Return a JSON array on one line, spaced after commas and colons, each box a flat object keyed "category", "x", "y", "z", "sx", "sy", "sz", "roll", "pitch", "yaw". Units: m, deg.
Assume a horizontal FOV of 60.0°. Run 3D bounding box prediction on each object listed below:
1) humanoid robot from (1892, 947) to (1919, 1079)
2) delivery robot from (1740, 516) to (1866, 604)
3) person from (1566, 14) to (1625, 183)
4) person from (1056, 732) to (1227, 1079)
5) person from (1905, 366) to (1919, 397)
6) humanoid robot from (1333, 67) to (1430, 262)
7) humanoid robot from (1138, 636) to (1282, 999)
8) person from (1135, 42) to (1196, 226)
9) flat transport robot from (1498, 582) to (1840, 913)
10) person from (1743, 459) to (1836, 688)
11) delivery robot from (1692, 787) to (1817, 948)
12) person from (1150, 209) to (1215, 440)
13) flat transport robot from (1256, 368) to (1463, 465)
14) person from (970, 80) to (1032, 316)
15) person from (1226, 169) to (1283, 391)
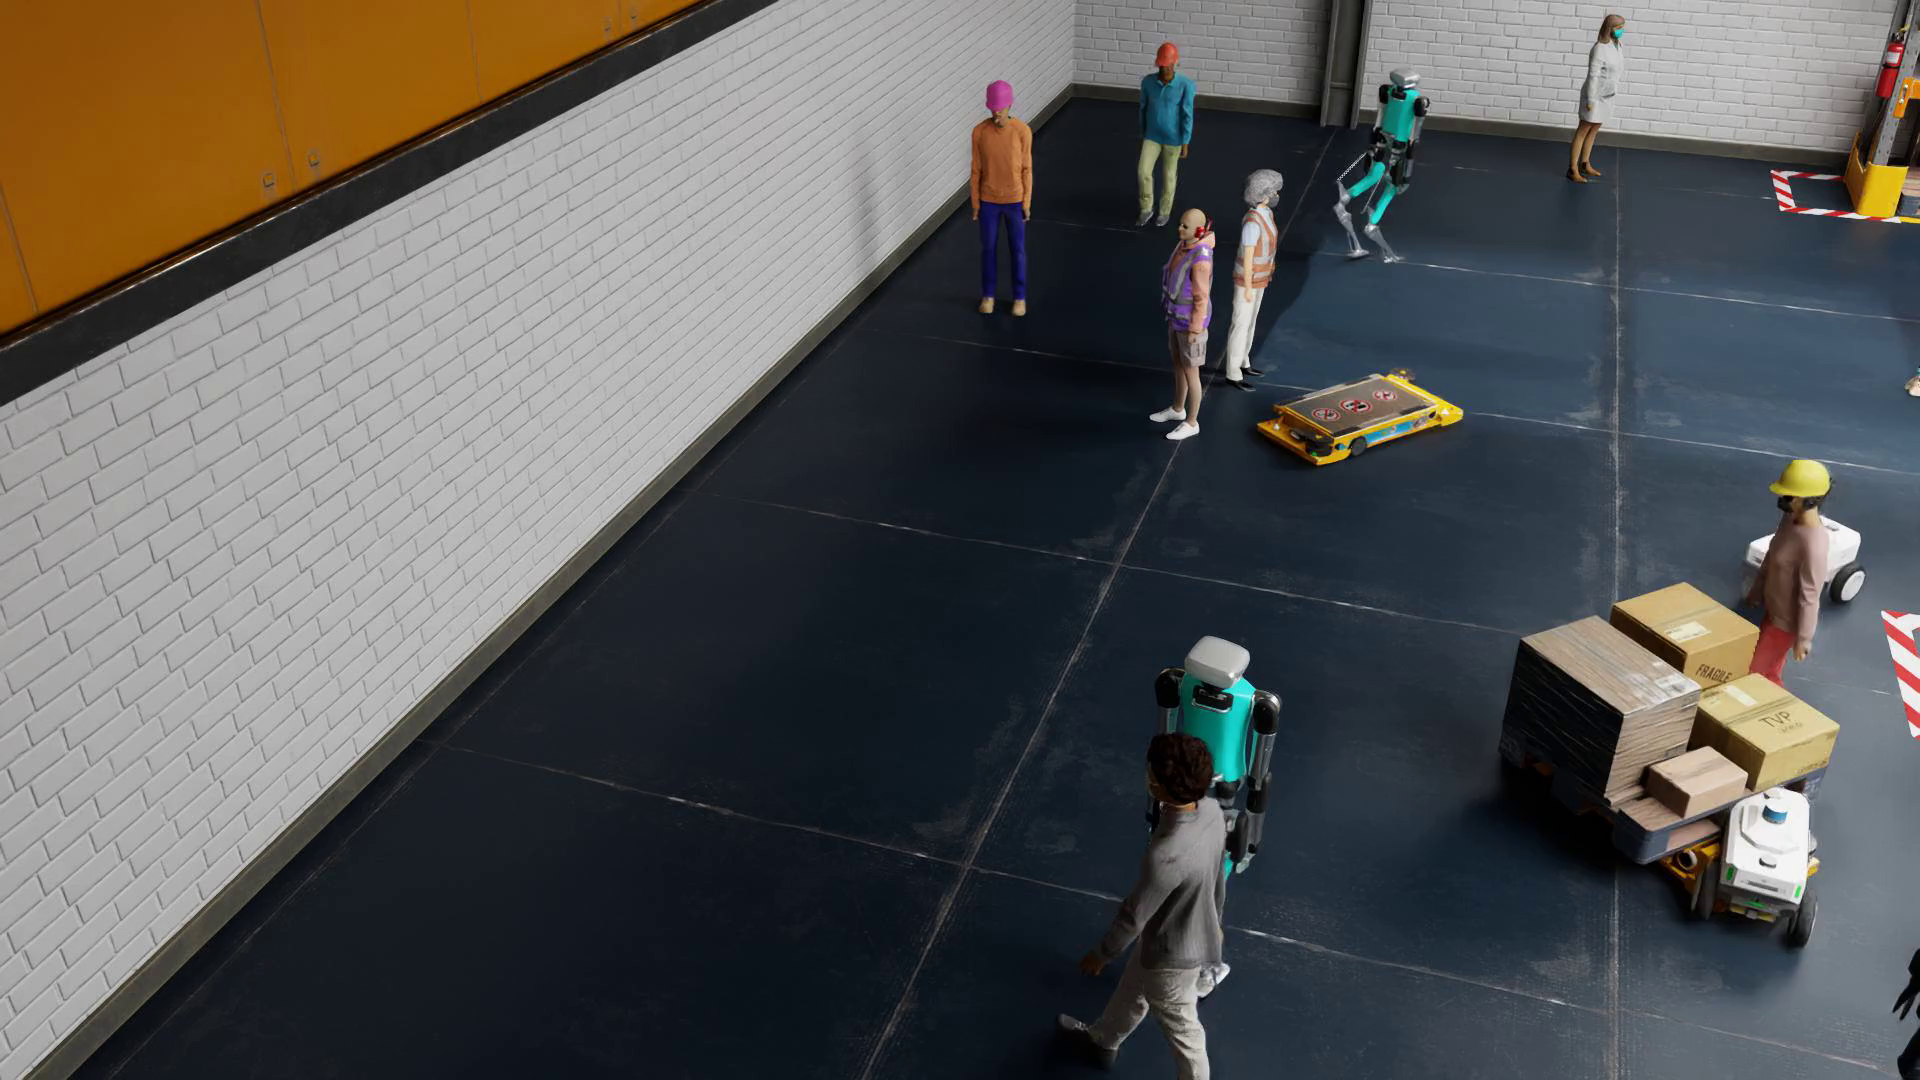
[{"category": "humanoid robot", "x": 3.811, "y": 1.797, "z": 6.187, "sx": 0.483, "sy": 1.645, "sz": 0.616, "roll": -10, "pitch": 32, "yaw": -16}, {"category": "delivery robot", "x": 5.138, "y": 0.130, "z": 10.139, "sx": 0.783, "sy": 0.611, "sz": 0.509, "roll": -17, "pitch": 34, "yaw": -26}, {"category": "person", "x": 6.489, "y": -4.481, "z": 16.873, "sx": 0.485, "sy": 1.659, "sz": 0.342, "roll": -25, "pitch": 39, "yaw": -36}, {"category": "person", "x": 0.706, "y": 1.506, "z": 6.463, "sx": 0.835, "sy": 1.851, "sz": 0.532, "roll": 15, "pitch": 34, "yaw": 24}, {"category": "person", "x": 7.539, "y": -1.871, "z": 12.239, "sx": 0.660, "sy": 1.856, "sz": 0.468, "roll": 21, "pitch": 36, "yaw": 32}, {"category": "humanoid robot", "x": 3.693, "y": -3.242, "z": 14.691, "sx": 0.928, "sy": 1.768, "sz": 0.554, "roll": -18, "pitch": 35, "yaw": -28}, {"category": "humanoid robot", "x": 0.949, "y": 1.257, "z": 6.906, "sx": 0.533, "sy": 1.677, "sz": 0.735, "roll": 14, "pitch": 33, "yaw": 23}, {"category": "person", "x": 1.901, "y": -3.771, "z": 15.590, "sx": 0.566, "sy": 1.733, "sz": 0.536, "roll": 13, "pitch": 33, "yaw": 20}, {"category": "flat transport robot", "x": 3.534, "y": 1.292, "z": 8.428, "sx": 0.659, "sy": 0.231, "sz": 1.431, "roll": -14, "pitch": 33, "yaw": -22}, {"category": "person", "x": 4.220, "y": 0.383, "z": 8.516, "sx": 0.437, "sy": 1.751, "sz": 0.520, "roll": 12, "pitch": 32, "yaw": 19}, {"category": "delivery robot", "x": 3.769, "y": 1.483, "z": 7.815, "sx": 0.499, "sy": 0.589, "sz": 0.784, "roll": 13, "pitch": 33, "yaw": 21}, {"category": "person", "x": 1.610, "y": -1.541, "z": 11.839, "sx": 0.348, "sy": 1.693, "sz": 0.492, "roll": -7, "pitch": 31, "yaw": -12}, {"category": "flat transport robot", "x": 2.935, "y": -0.908, "z": 12.170, "sx": 1.431, "sy": 0.231, "sz": 0.659, "roll": -17, "pitch": 35, "yaw": -27}, {"category": "person", "x": 0.339, "y": -2.820, "z": 13.748, "sx": 0.516, "sy": 1.975, "sz": 0.402, "roll": 3, "pitch": 31, "yaw": 6}, {"category": "person", "x": 2.227, "y": -1.976, "z": 12.582, "sx": 0.305, "sy": 1.690, "sz": 0.445, "roll": 14, "pitch": 33, "yaw": 22}]
